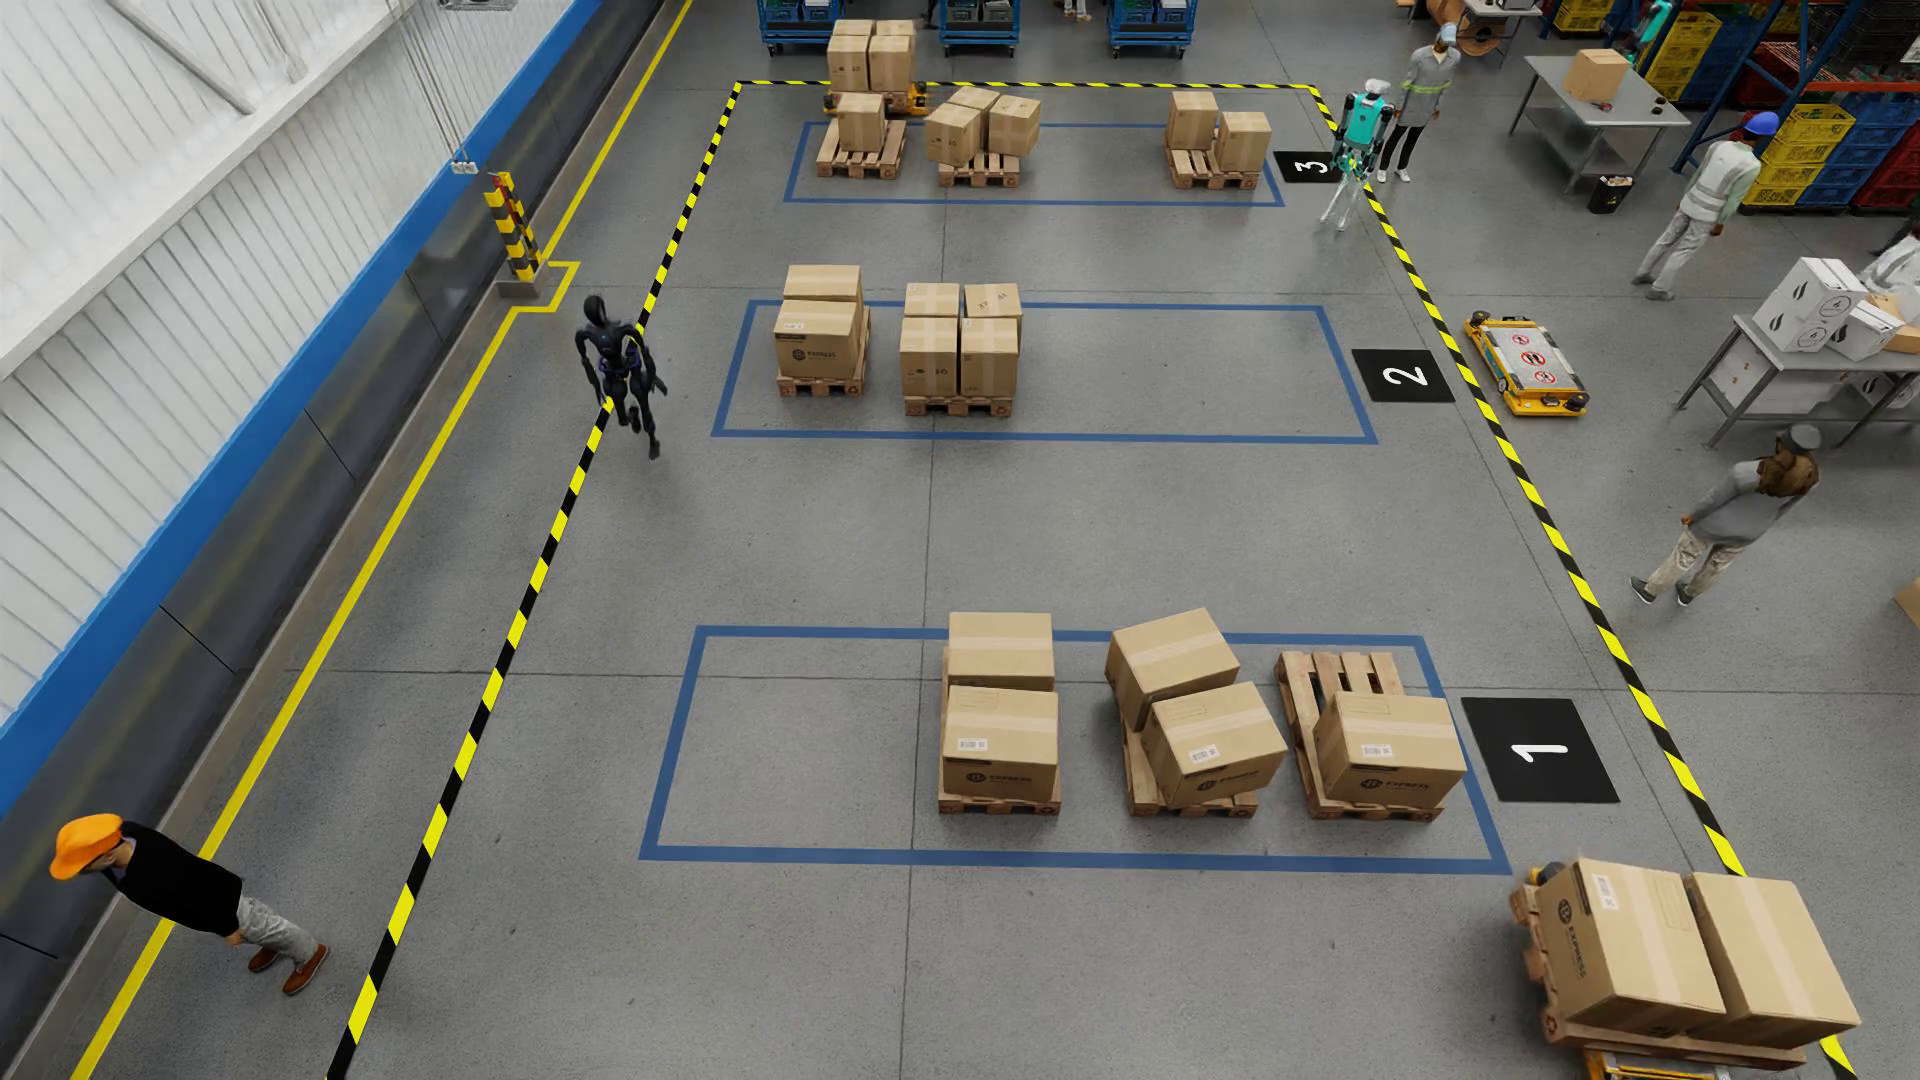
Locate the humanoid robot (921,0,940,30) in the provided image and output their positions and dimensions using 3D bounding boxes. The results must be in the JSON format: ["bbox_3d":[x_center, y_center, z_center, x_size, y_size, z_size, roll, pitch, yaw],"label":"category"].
[{"bbox_3d":[-0.429,-8.882,14.284,0.332,1.649,0.596,0,49,0],"label":"humanoid robot"}]

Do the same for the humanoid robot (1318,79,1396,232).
[{"bbox_3d":[4.493,-4.300,10.299,0.542,1.806,0.784,34,57,26],"label":"humanoid robot"}]

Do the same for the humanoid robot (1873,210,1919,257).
[{"bbox_3d":[10.714,-3.766,9.871,0.539,1.639,0.611,8,50,7],"label":"humanoid robot"}]

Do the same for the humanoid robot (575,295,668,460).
[{"bbox_3d":[-2.842,-1.420,7.830,0.604,1.649,0.433,-8,50,-7],"label":"humanoid robot"}]

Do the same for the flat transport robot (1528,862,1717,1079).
[{"bbox_3d":[3.845,2.605,5.260,0.652,0.197,1.431,5,49,4],"label":"flat transport robot"}]

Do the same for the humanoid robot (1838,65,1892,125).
[{"bbox_3d":[12.223,-6.303,12.047,0.851,1.793,0.565,-5,49,-5],"label":"humanoid robot"}]

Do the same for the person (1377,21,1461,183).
[{"bbox_3d":[5.518,-5.227,11.010,0.589,1.853,0.375,-2,49,-2],"label":"person"}]

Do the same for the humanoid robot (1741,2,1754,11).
[{"bbox_3d":[13.214,-9.447,14.779,0.610,1.641,0.370,-21,52,-17],"label":"humanoid robot"}]

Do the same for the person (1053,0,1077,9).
[{"bbox_3d":[1.796,-9.688,14.815,0.626,1.940,0.372,-32,56,-24],"label":"person"}]

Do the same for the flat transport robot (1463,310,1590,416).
[{"bbox_3d":[5.573,-1.757,9.054,0.659,0.231,1.431,1,49,1],"label":"flat transport robot"}]

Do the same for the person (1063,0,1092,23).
[{"bbox_3d":[1.906,-9.223,14.476,0.429,1.844,0.626,-35,57,-26],"label":"person"}]

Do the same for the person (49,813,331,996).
[{"bbox_3d":[-3.983,1.908,4.813,0.587,1.885,0.361,22,52,18],"label":"person"}]

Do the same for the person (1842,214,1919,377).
[{"bbox_3d":[8.389,-2.247,8.426,0.419,1.862,0.692,31,56,24],"label":"person"}]

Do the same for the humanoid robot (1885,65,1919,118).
[{"bbox_3d":[11.934,-5.577,11.451,0.777,1.886,0.548,9,50,8],"label":"humanoid robot"}]

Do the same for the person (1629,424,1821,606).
[{"bbox_3d":[5.586,-0.124,6.650,0.560,1.764,0.401,6,49,5],"label":"person"}]

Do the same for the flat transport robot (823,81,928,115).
[{"bbox_3d":[-1.186,-6.244,12.920,1.431,0.197,0.652,1,49,1],"label":"flat transport robot"}]

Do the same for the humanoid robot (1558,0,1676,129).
[{"bbox_3d":[8.656,-6.442,12.184,0.577,1.812,0.941,-29,55,-23],"label":"humanoid robot"}]

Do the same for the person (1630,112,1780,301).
[{"bbox_3d":[7.605,-3.377,9.355,0.424,1.937,0.608,-6,49,-5],"label":"person"}]
